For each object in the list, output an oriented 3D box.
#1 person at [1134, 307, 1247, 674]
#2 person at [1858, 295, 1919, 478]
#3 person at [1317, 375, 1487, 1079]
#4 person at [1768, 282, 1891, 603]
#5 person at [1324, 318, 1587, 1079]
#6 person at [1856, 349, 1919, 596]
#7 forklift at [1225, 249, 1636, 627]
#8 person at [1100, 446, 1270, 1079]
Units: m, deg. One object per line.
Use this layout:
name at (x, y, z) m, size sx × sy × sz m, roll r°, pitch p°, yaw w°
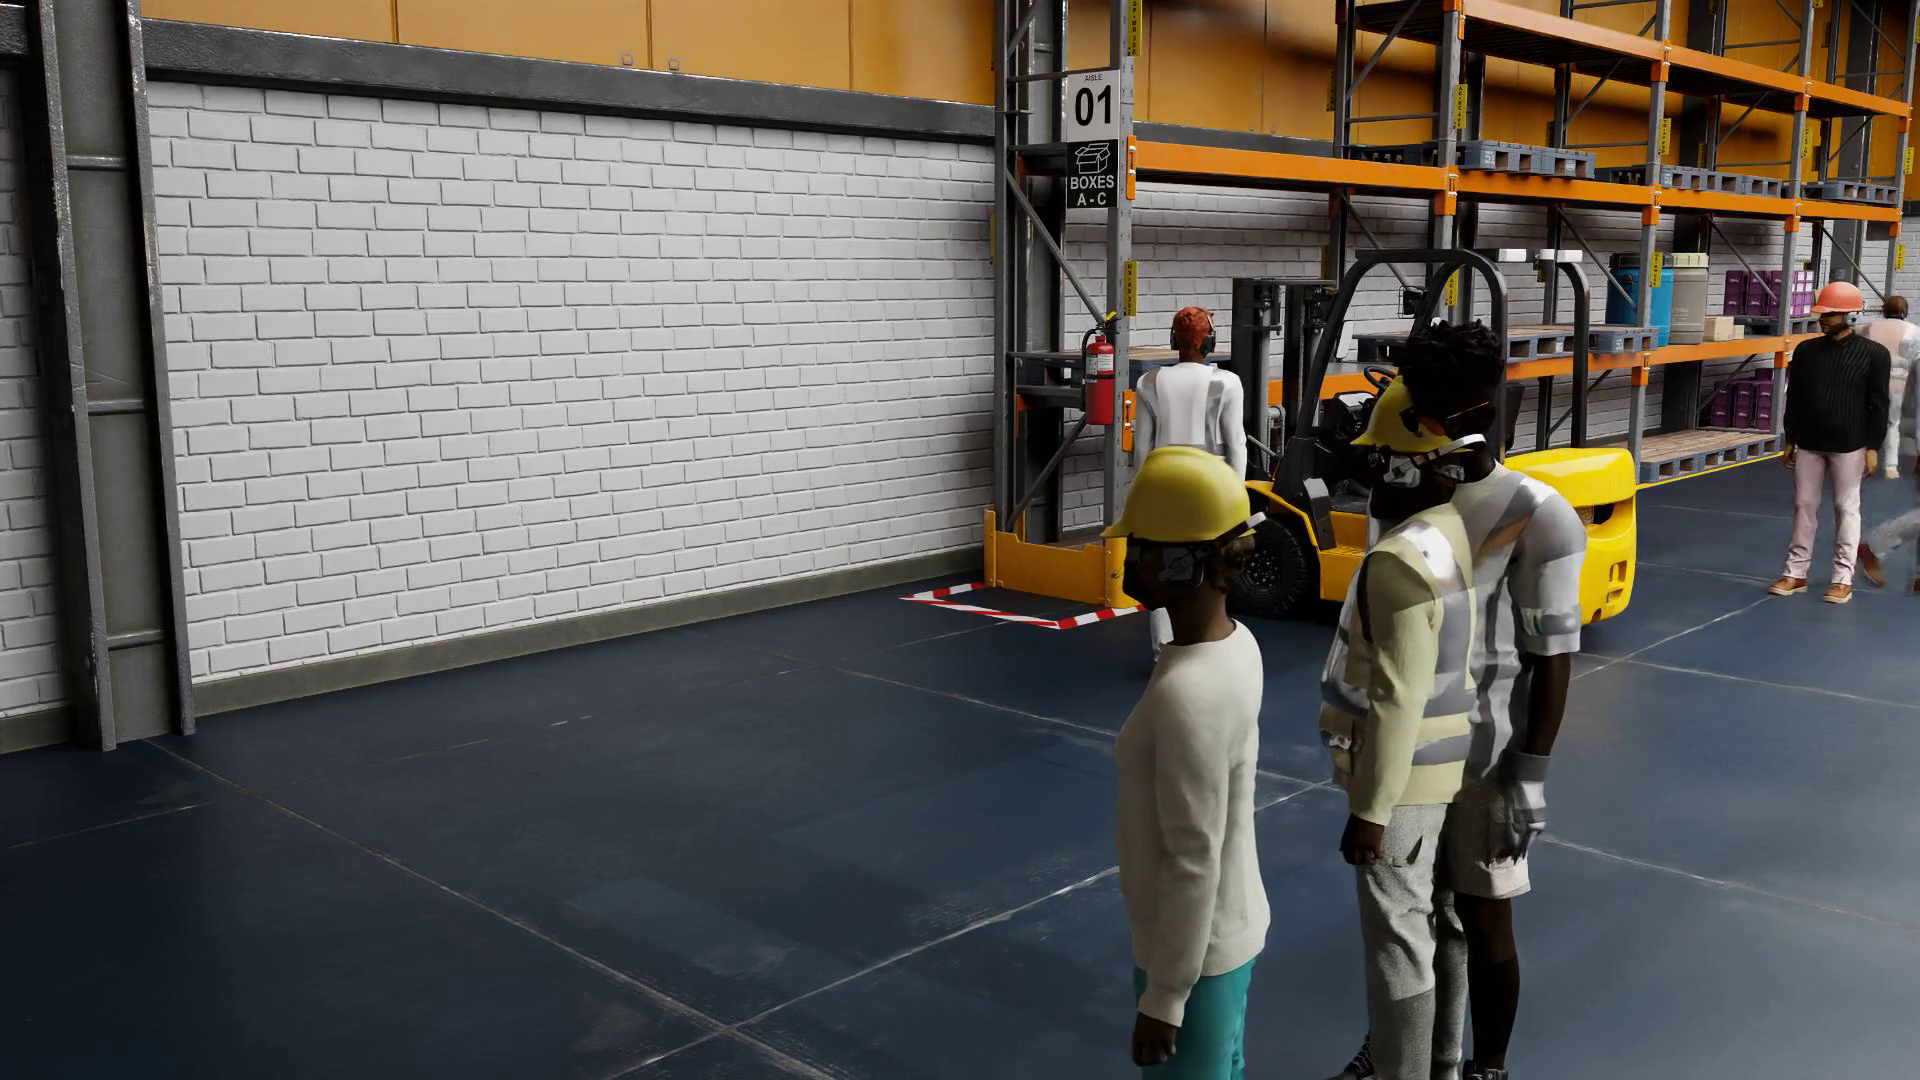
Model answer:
person at (1.153, -0.215, 8.314) m, size 0.572 × 1.883 × 0.353 m, roll 5°, pitch 10°, yaw 26°
person at (9.061, -1.487, 16.325) m, size 0.723 × 1.823 × 0.629 m, roll -8°, pitch 12°, yaw -41°
person at (1.048, 0.529, 3.903) m, size 0.404 × 1.831 × 0.600 m, roll 7°, pitch 11°, yaw 35°
person at (5.431, -0.605, 10.373) m, size 0.391 × 1.991 × 0.613 m, roll -7°, pitch 12°, yaw -36°
person at (1.127, 0.470, 3.880) m, size 0.372 × 1.959 × 0.603 m, roll -6°, pitch 11°, yaw -33°
person at (6.045, -0.584, 10.429) m, size 0.548 × 1.931 × 0.618 m, roll 8°, pitch 12°, yaw 41°
forklift at (2.710, -0.584, 9.626) m, size 2.313 × 2.155 × 1.214 m, roll 9°, pitch 13°, yaw 43°
person at (0.391, 0.715, 2.968) m, size 0.310 × 1.768 × 0.533 m, roll 3°, pitch 10°, yaw 15°
